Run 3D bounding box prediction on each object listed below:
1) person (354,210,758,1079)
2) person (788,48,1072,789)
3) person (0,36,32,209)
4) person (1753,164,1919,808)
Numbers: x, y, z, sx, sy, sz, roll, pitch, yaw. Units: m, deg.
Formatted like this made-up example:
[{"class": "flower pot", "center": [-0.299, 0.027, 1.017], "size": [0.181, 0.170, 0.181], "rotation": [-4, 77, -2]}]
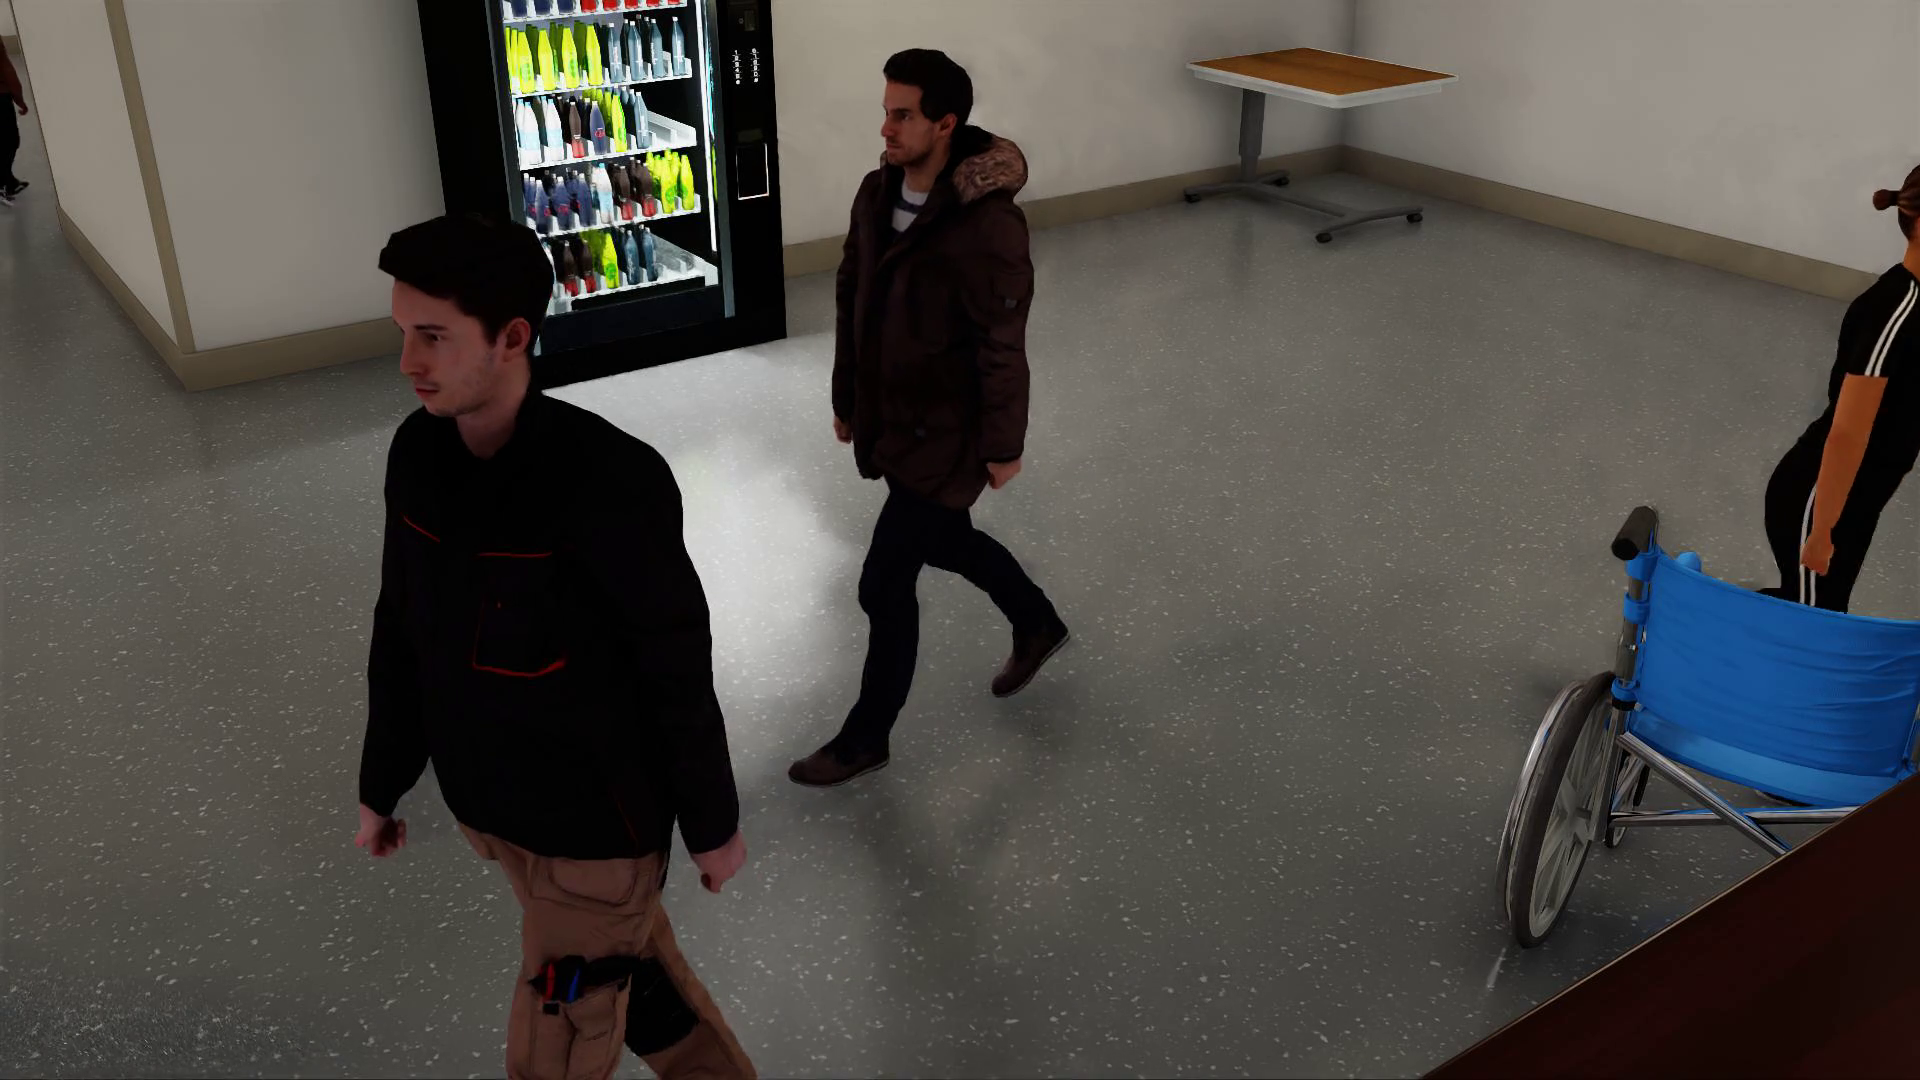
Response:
[{"class": "person", "center": [-0.558, 0.418, 2.658], "size": [0.980, 1.874, 1.275], "rotation": [18, 31, 32]}, {"class": "person", "center": [-0.014, -0.293, 4.209], "size": [1.165, 1.806, 0.743], "rotation": [-17, 30, -31]}, {"class": "person", "center": [-5.551, -2.514, 9.463], "size": [0.824, 1.244, 0.847], "rotation": [1, 26, 1]}, {"class": "person", "center": [2.043, -0.126, 4.042], "size": [0.765, 1.651, 0.904], "rotation": [23, 34, 39]}]
